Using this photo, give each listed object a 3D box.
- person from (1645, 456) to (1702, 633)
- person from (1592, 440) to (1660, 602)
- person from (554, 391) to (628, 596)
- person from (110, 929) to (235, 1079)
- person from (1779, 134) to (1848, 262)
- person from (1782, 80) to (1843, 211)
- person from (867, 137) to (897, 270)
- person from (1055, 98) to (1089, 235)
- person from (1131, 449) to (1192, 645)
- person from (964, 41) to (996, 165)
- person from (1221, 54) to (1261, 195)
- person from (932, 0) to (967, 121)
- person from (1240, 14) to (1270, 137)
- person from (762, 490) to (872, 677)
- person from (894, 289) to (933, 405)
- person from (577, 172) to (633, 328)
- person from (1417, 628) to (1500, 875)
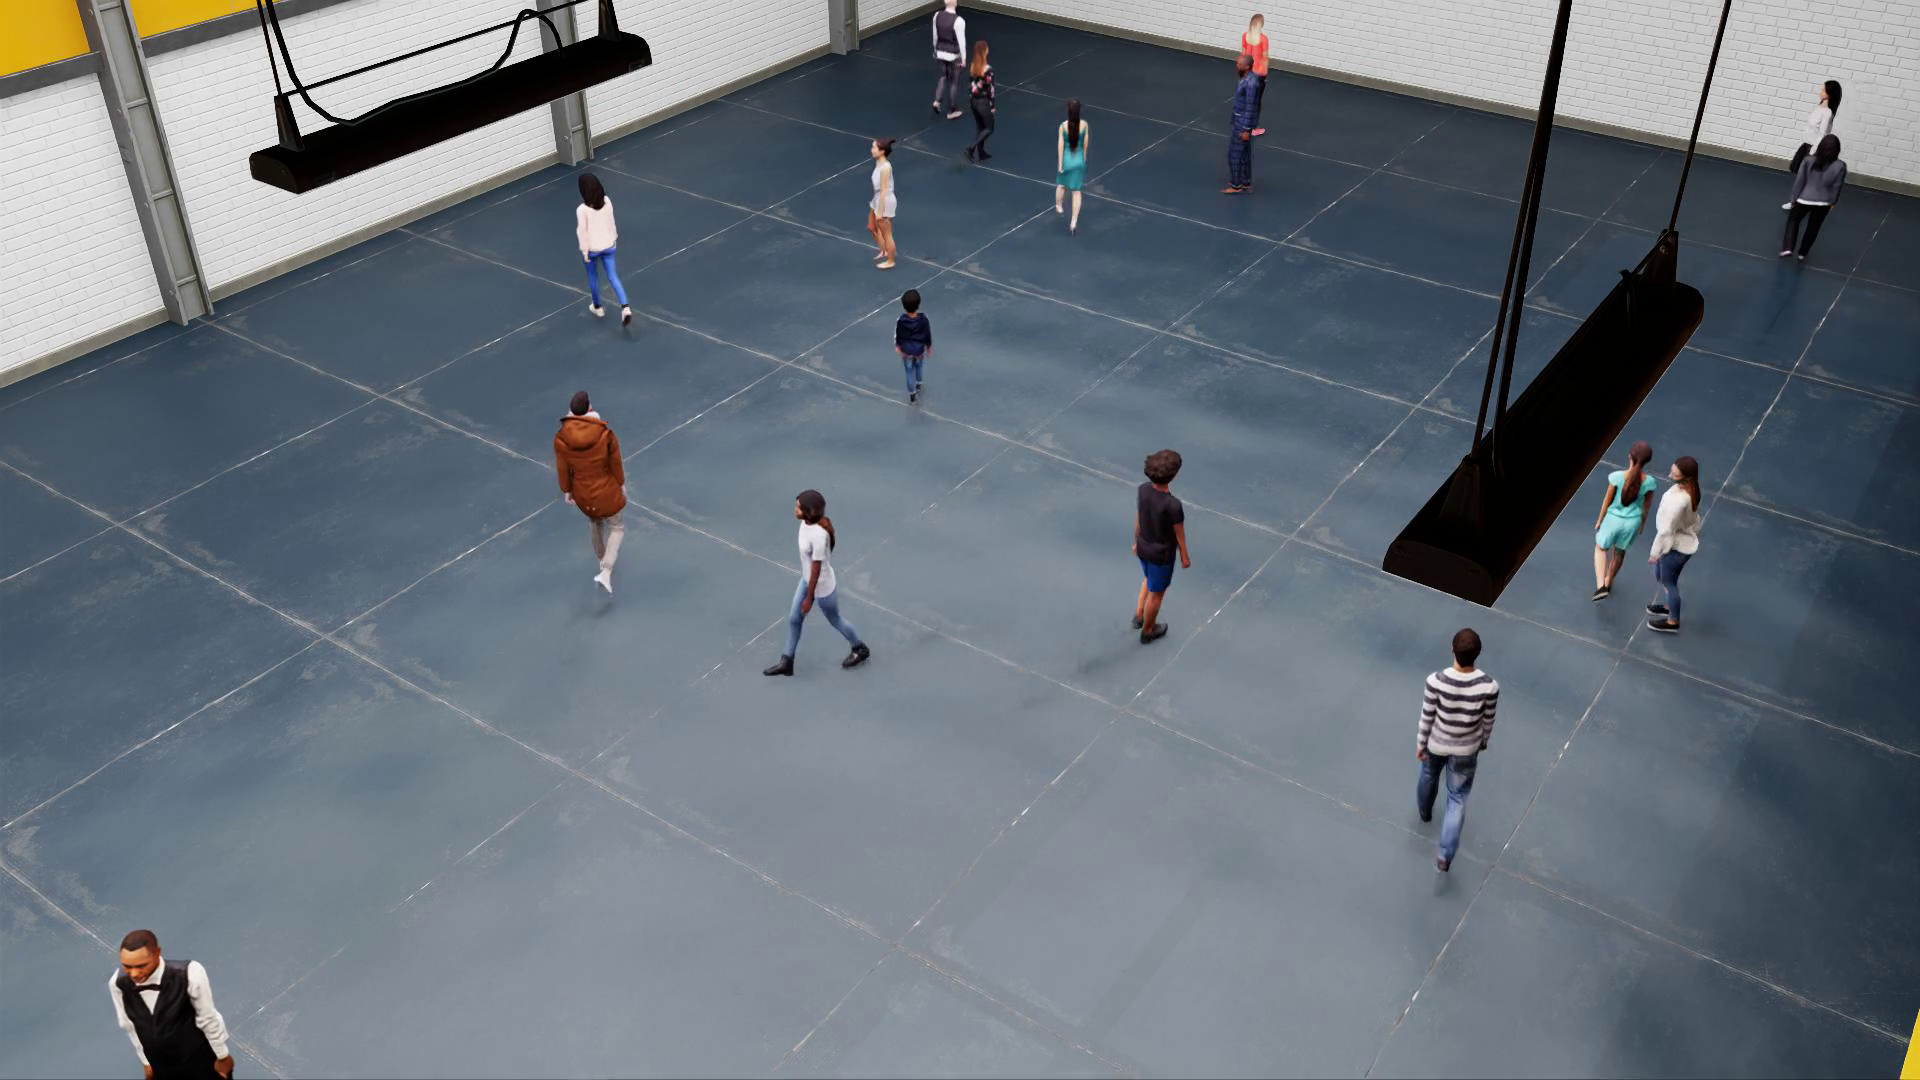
[{"bbox_3d":[5.876,0.053,13.537,0.738,1.657,0.610,24,40,31],"label":"person"},{"bbox_3d":[5.542,-0.122,13.899,0.688,1.546,0.897,8,34,12],"label":"person"},{"bbox_3d":[-3.073,-0.375,14.035,0.998,1.817,1.160,3,34,4],"label":"person"},{"bbox_3d":[-4.286,2.793,9.185,0.787,1.910,0.813,0,34,0],"label":"person"},{"bbox_3d":[10.134,-4.031,19.745,0.724,1.587,0.763,16,37,22],"label":"person"},{"bbox_3d":[10.912,-4.992,21.092,0.817,1.695,0.728,6,34,9],"label":"person"},{"bbox_3d":[-0.828,-3.982,19.656,0.725,1.603,0.678,-9,35,-14],"label":"person"},{"bbox_3d":[1.407,-4.592,20.528,0.916,1.654,0.997,-3,34,-5],"label":"person"},{"bbox_3d":[1.527,0.101,13.347,0.686,1.787,0.682,-23,40,-30],"label":"person"},{"bbox_3d":[0.248,-5.865,22.428,0.872,1.671,0.695,-26,42,-34],"label":"person"},{"bbox_3d":[3.728,-5.409,21.602,0.873,1.825,0.753,7,34,11],"label":"person"},{"bbox_3d":[-0.206,-6.897,23.859,0.680,1.805,0.772,21,39,28],"label":"person"},{"bbox_3d":[4.137,-6.578,23.480,0.615,1.694,0.564,27,42,34],"label":"person"},{"bbox_3d":[-1.033,0.366,13.045,1.199,1.680,0.975,-14,36,-20],"label":"person"},{"bbox_3d":[-0.480,-1.949,16.954,0.731,1.209,0.803,-2,34,-3],"label":"person"},{"bbox_3d":[-3.919,-3.168,18.304,1.138,1.744,0.959,-22,40,-30],"label":"person"},{"bbox_3d":[3.350,1.446,11.295,0.861,1.817,1.223,11,35,16],"label":"person"}]
